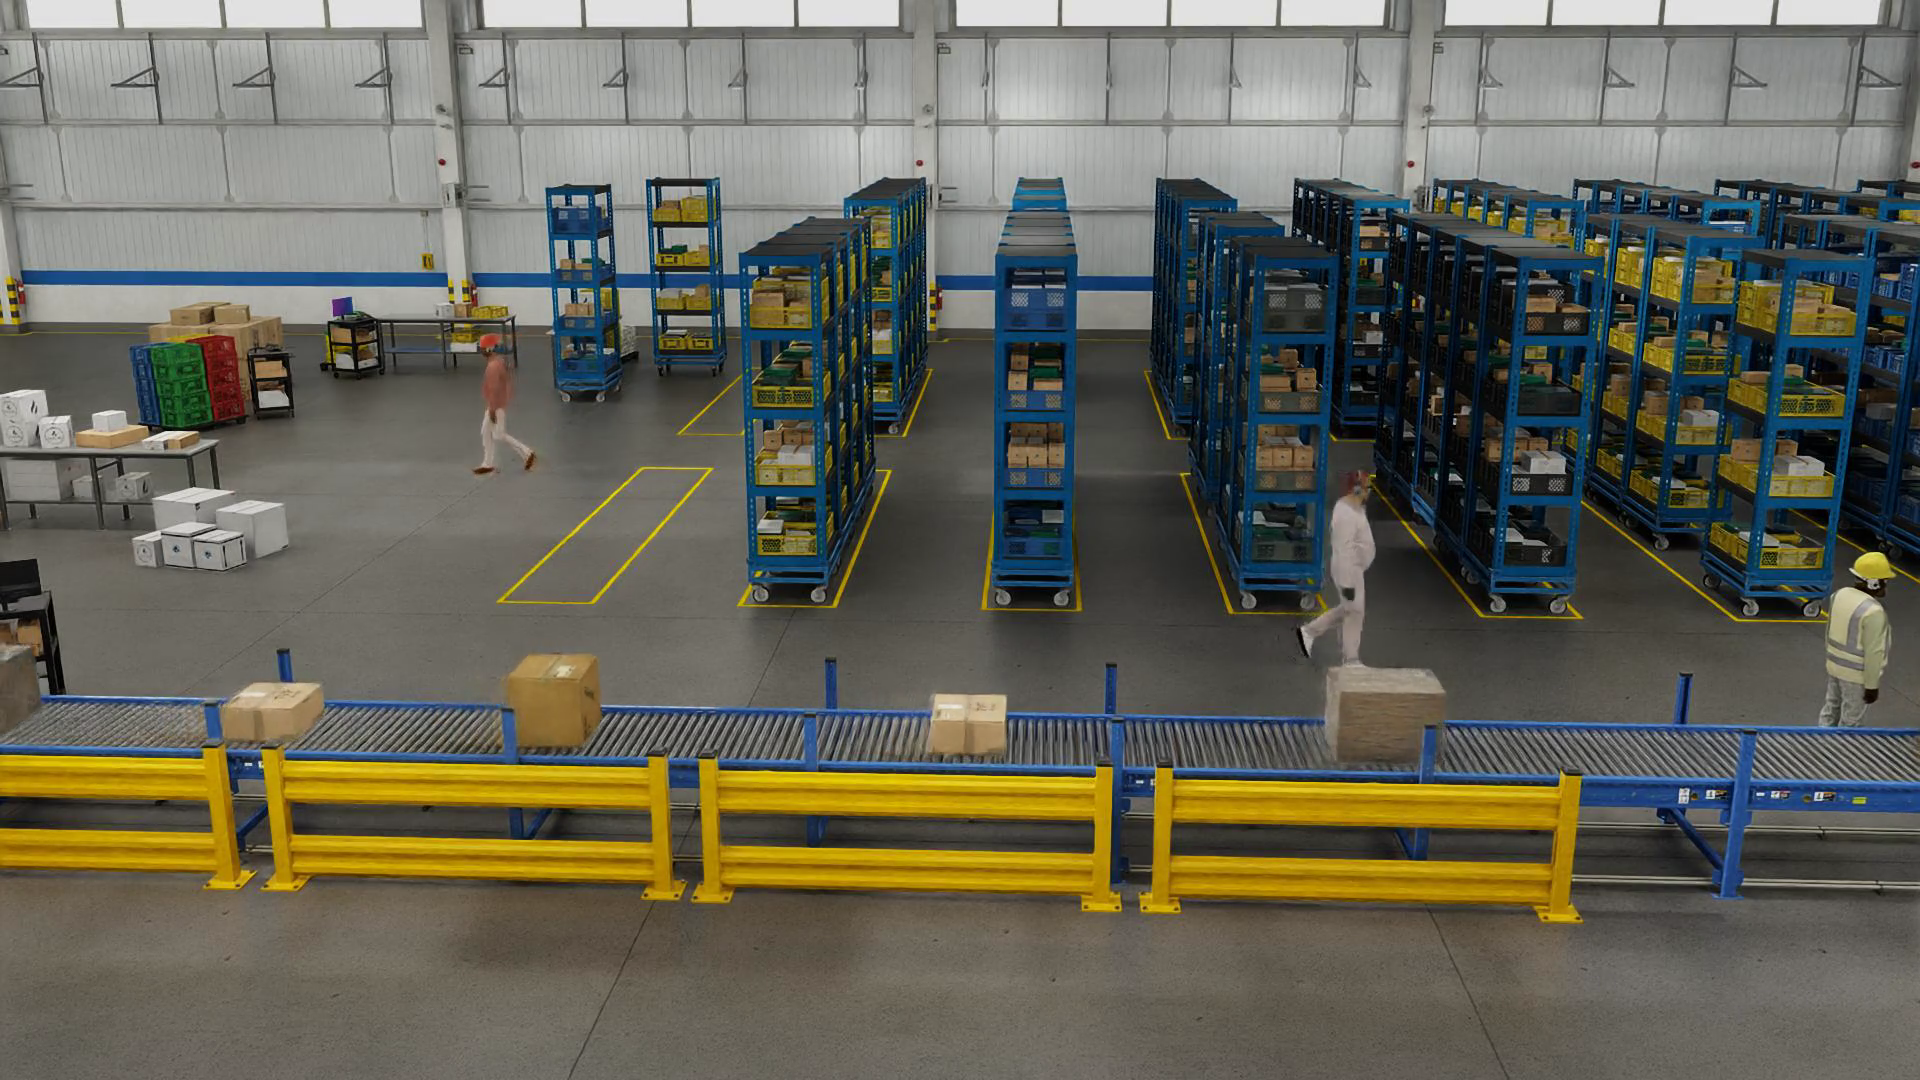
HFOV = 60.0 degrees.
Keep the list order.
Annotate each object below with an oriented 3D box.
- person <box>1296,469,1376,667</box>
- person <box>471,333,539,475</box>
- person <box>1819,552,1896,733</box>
[{"bbox_3d":[3.424,0.283,14.925,0.664,1.897,0.648,4,15,13],"label":"person"},{"bbox_3d":[-6.259,-1.847,22.672,0.850,1.957,0.621,-4,16,-14],"label":"person"},{"bbox_3d":[6.698,0.976,12.440,0.404,1.835,0.590,0,15,-1],"label":"person"}]
